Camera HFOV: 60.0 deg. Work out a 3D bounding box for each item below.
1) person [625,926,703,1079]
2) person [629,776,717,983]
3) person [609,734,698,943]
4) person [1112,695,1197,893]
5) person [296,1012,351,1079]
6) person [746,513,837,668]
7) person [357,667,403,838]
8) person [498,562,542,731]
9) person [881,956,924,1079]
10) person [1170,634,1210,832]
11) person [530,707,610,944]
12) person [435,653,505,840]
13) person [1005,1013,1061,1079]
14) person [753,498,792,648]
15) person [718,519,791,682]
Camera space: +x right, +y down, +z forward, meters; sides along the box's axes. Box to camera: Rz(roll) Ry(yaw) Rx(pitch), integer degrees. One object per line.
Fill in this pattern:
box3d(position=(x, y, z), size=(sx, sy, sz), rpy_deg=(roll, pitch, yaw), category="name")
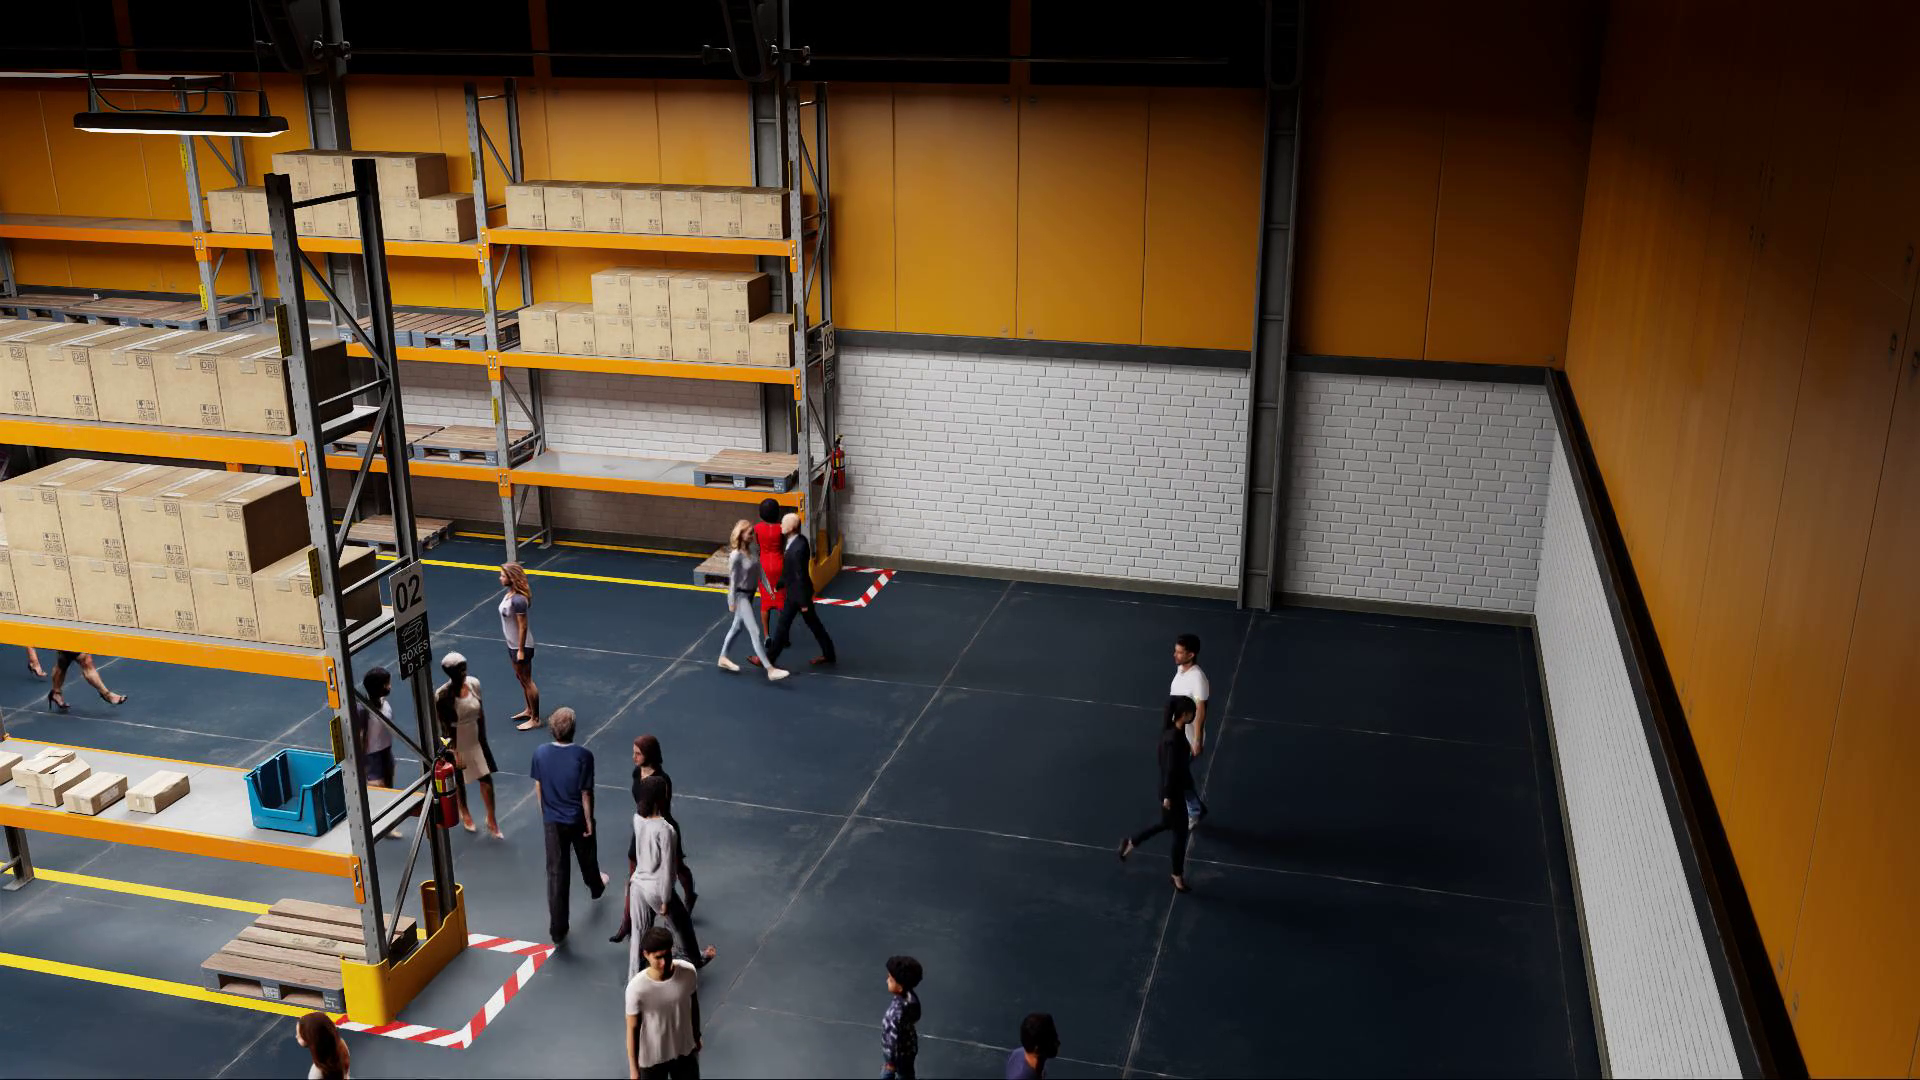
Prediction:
box3d(position=(-1.855, 3.118, 10.370), size=(0.977, 1.702, 1.027), rpy_deg=(-9, 21, -26), category="person")
box3d(position=(-2.260, 2.561, 11.972), size=(1.054, 1.736, 0.925), rpy_deg=(14, 23, 36), category="person")
box3d(position=(-2.280, 2.282, 12.918), size=(1.090, 1.659, 0.953), rpy_deg=(15, 23, 37), category="person")
box3d(position=(1.665, 2.049, 13.559), size=(0.926, 1.693, 0.653), rpy_deg=(5, 19, 14), category="person")
box3d(position=(-3.635, 3.420, 9.822), size=(0.595, 1.479, 0.626), rpy_deg=(0, 19, -1), category="person")
box3d(position=(-1.647, 0.577, 17.833), size=(1.284, 1.755, 0.953), rpy_deg=(-1, 19, -2), category="person")
box3d(position=(-5.113, 1.847, 14.399), size=(0.664, 1.540, 0.602), rpy_deg=(7, 20, 19), category="person")
box3d(position=(-4.359, 1.035, 16.511), size=(0.724, 1.730, 0.685), rpy_deg=(-8, 20, -22), category="person")
box3d(position=(-0.333, 3.257, 10.693), size=(0.849, 1.232, 0.571), rpy_deg=(2, 19, 6), category="person")
box3d(position=(2.041, 1.682, 14.417), size=(0.829, 1.841, 0.805), rpy_deg=(-3, 19, -9), category="person")
box3d(position=(-3.063, 2.225, 12.842), size=(1.191, 1.817, 0.914), rpy_deg=(1, 19, 3), category="person")
box3d(position=(-4.338, 1.751, 14.394), size=(0.869, 1.724, 0.960), rpy_deg=(-16, 25, -40), category="person")
box3d(position=(0.290, 3.434, 9.315), size=(0.871, 1.777, 0.754), rpy_deg=(0, 19, 1), category="person")
box3d(position=(-2.081, 0.371, 18.464), size=(0.532, 1.743, 0.676), rpy_deg=(0, 19, -1), category="person")
box3d(position=(-2.351, 0.635, 17.691), size=(1.218, 1.735, 0.742), rpy_deg=(9, 21, 25), category="person")
